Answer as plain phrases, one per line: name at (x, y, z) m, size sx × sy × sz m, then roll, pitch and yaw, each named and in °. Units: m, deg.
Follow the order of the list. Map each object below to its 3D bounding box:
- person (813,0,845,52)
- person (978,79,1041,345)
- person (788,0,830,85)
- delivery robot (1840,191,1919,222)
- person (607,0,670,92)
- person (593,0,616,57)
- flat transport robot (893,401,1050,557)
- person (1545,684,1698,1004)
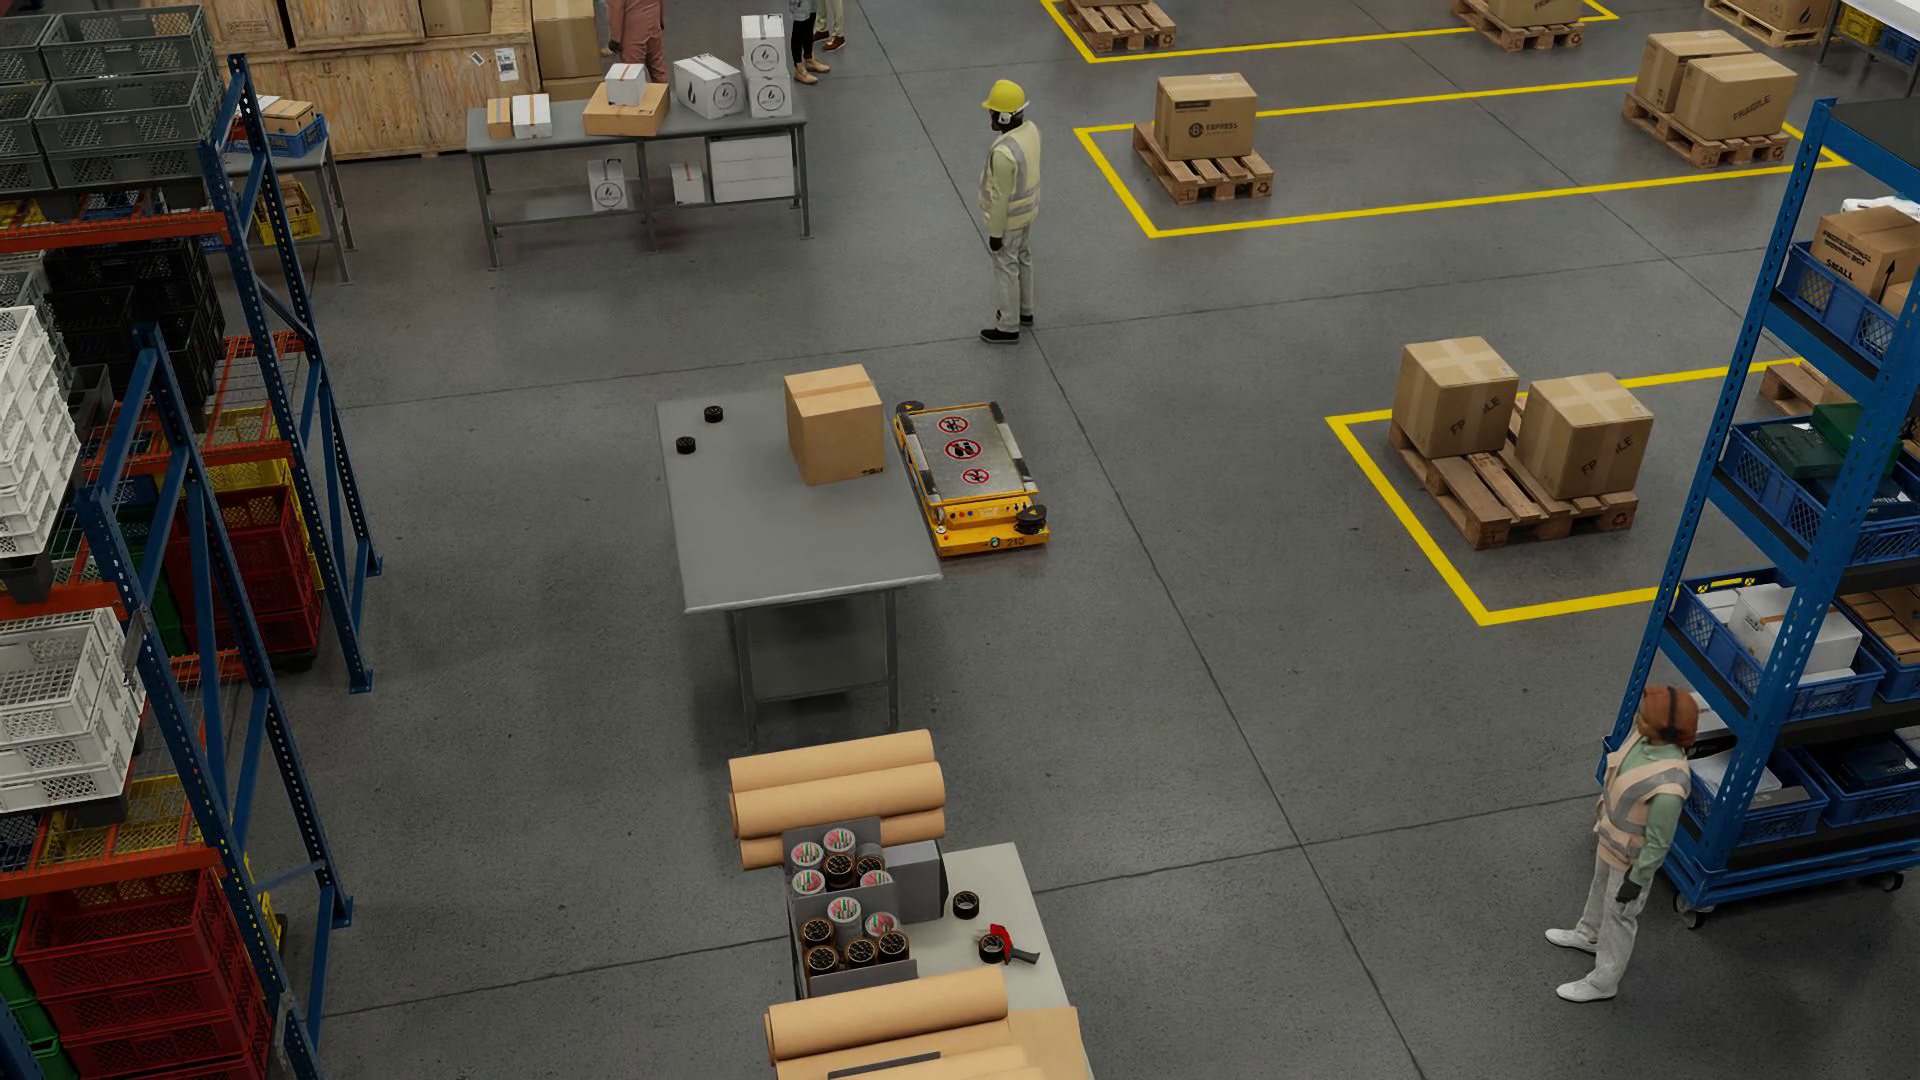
person at (-1.310, -5.583, 15.706) m, size 0.316 × 1.868 × 0.531 m, roll -30°, pitch 46°, yaw -34°
person at (0.327, -2.212, 11.212) m, size 0.403 × 1.823 × 0.590 m, roll 14°, pitch 39°, yaw 19°
person at (-1.397, -5.029, 15.105) m, size 0.321 × 1.693 × 0.530 m, roll 13°, pitch 39°, yaw 17°
delivery robot at (6.980, -2.385, 12.424) m, size 0.707 × 0.478 × 0.477 m, roll 3°, pitch 37°, yaw 4°
person at (-2.733, -4.339, 13.998) m, size 0.410 × 1.913 × 0.642 m, roll 21°, pitch 42°, yaw 26°
person at (-3.343, -5.559, 15.719) m, size 0.656 × 1.815 × 0.635 m, roll 23°, pitch 42°, yaw 28°
flat transport robot at (0.046, -0.430, 10.108) m, size 0.652 × 0.197 × 1.431 m, roll -8°, pitch 37°, yaw -10°
person at (2.704, 1.228, 6.742) m, size 0.307 × 1.637 × 0.525 m, roll 5°, pitch 37°, yaw 7°
